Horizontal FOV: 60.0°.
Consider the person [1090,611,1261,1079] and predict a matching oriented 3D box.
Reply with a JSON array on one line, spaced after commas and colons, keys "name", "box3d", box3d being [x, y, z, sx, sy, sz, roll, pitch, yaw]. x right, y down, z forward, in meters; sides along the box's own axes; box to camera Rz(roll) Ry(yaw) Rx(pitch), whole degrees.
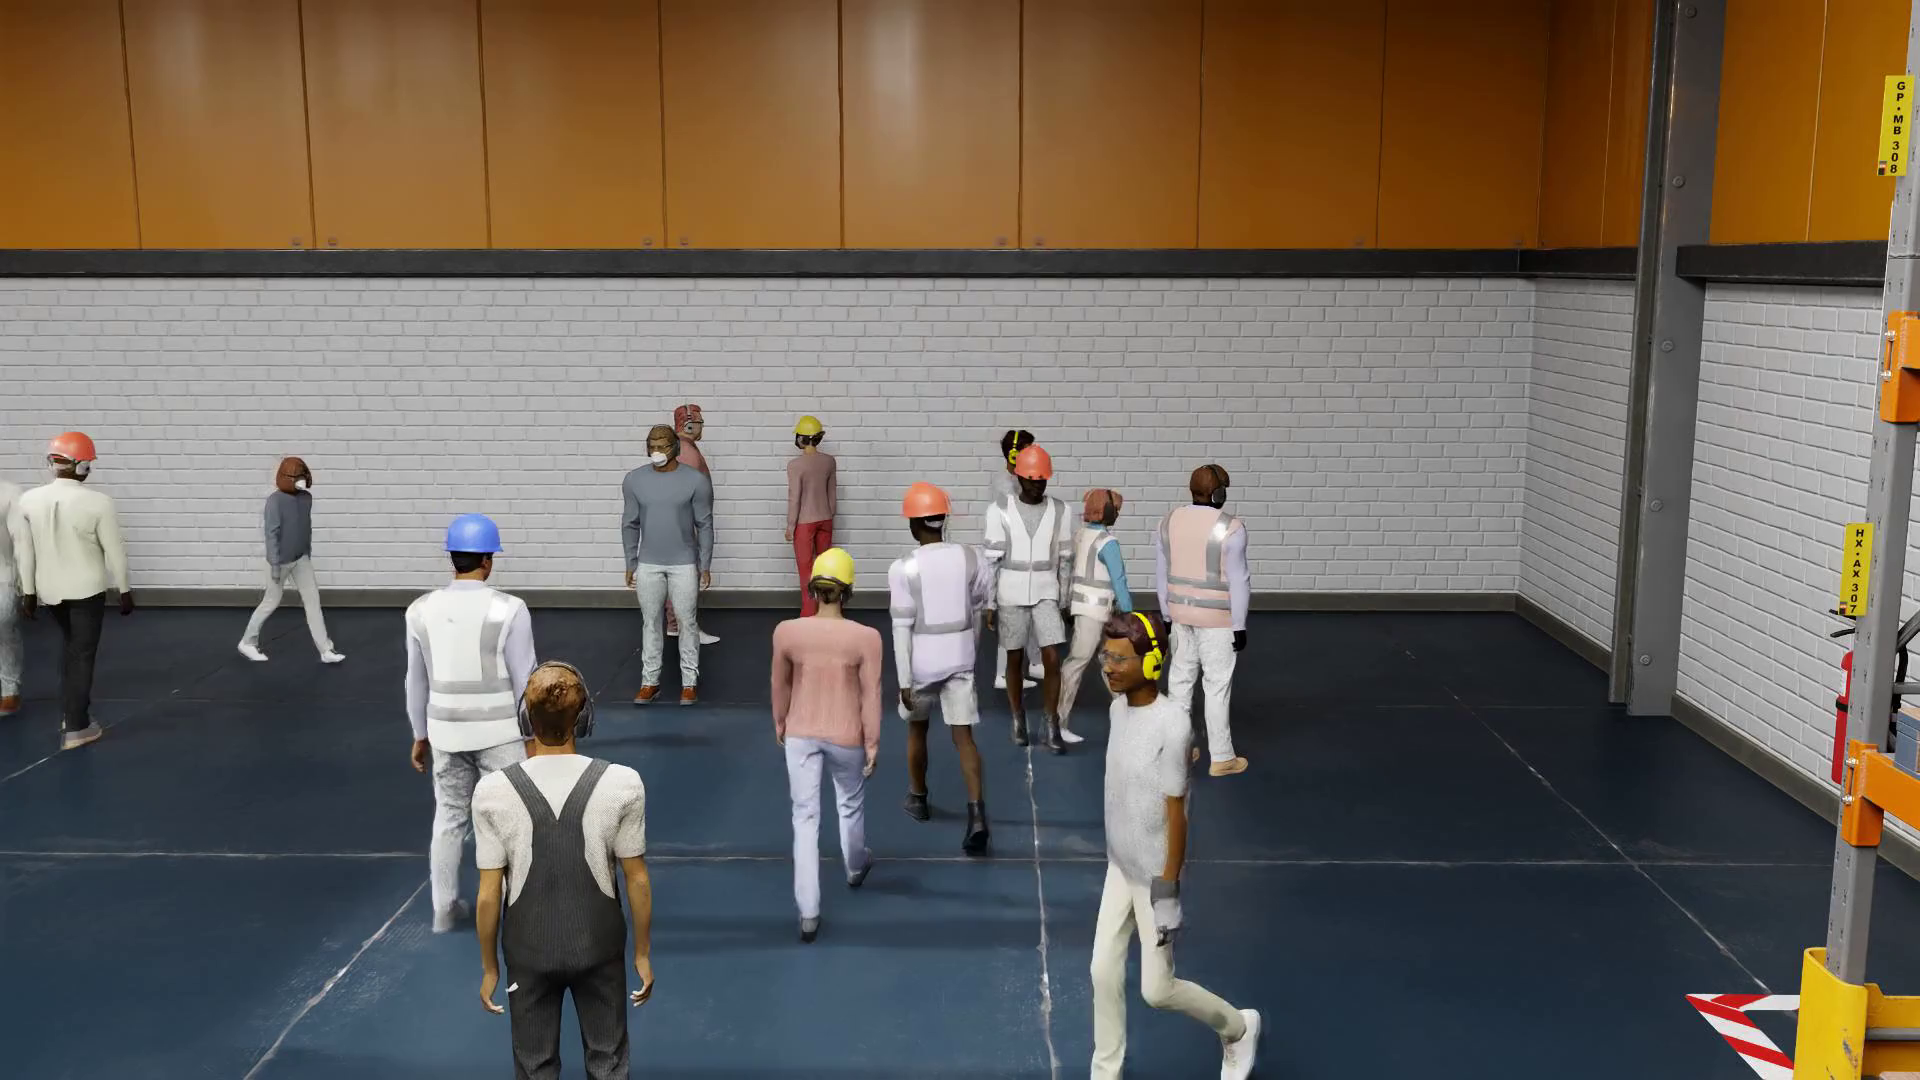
[{"name": "person", "box3d": [0.700, 1.145, 5.796, 0.748, 1.852, 0.526, -5, 11, -26]}]

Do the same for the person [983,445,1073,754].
[{"name": "person", "box3d": [0.423, 0.373, 10.234, 0.570, 1.912, 0.701, -1, 9, -4]}]

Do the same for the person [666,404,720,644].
[{"name": "person", "box3d": [-2.153, -0.129, 13.248, 0.403, 1.906, 0.652, -5, 11, -29]}]

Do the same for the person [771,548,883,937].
[{"name": "person", "box3d": [-0.609, 0.891, 7.688, 0.539, 1.718, 0.898, 1, 10, 5]}]

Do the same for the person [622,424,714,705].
[{"name": "person", "box3d": [-1.992, 0.170, 11.361, 0.630, 1.938, 0.366, 1, 10, 5]}]

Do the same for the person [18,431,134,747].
[{"name": "person", "box3d": [-5.536, 0.298, 10.488, 0.635, 1.966, 0.594, 1, 10, 4]}]

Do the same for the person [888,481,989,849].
[{"name": "person", "box3d": [-0.092, 0.646, 8.665, 0.551, 1.900, 0.965, -3, 10, -19]}]

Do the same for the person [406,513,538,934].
[{"name": "person", "box3d": [-2.145, 0.842, 7.393, 0.620, 1.940, 0.417, 3, 10, 15]}]

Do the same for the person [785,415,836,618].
[{"name": "person", "box3d": [-1.239, -0.148, 13.774, 0.304, 1.770, 0.533, 8, 13, 41]}]

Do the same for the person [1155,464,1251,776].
[{"name": "person", "box3d": [1.455, 0.468, 9.866, 0.624, 1.845, 0.430, 9, 13, 44]}]

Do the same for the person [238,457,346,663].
[{"name": "person", "box3d": [-5.078, 0.154, 12.525, 0.864, 1.583, 0.543, 3, 10, 19]}]

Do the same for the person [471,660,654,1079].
[{"name": "person", "box3d": [-1.192, 1.271, 5.043, 0.517, 1.844, 0.329, -2, 10, -13]}]

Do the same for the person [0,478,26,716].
[{"name": "person", "box3d": [-6.359, 0.287, 10.809, 0.636, 1.892, 0.990, -4, 10, -21]}]

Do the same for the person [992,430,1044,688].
[{"name": "person", "box3d": [0.470, 0.143, 11.808, 0.499, 1.847, 0.530, 2, 10, 10]}]

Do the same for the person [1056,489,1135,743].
[{"name": "person", "box3d": [0.915, 0.481, 10.521, 0.887, 1.587, 0.555, -3, 10, -16]}]
